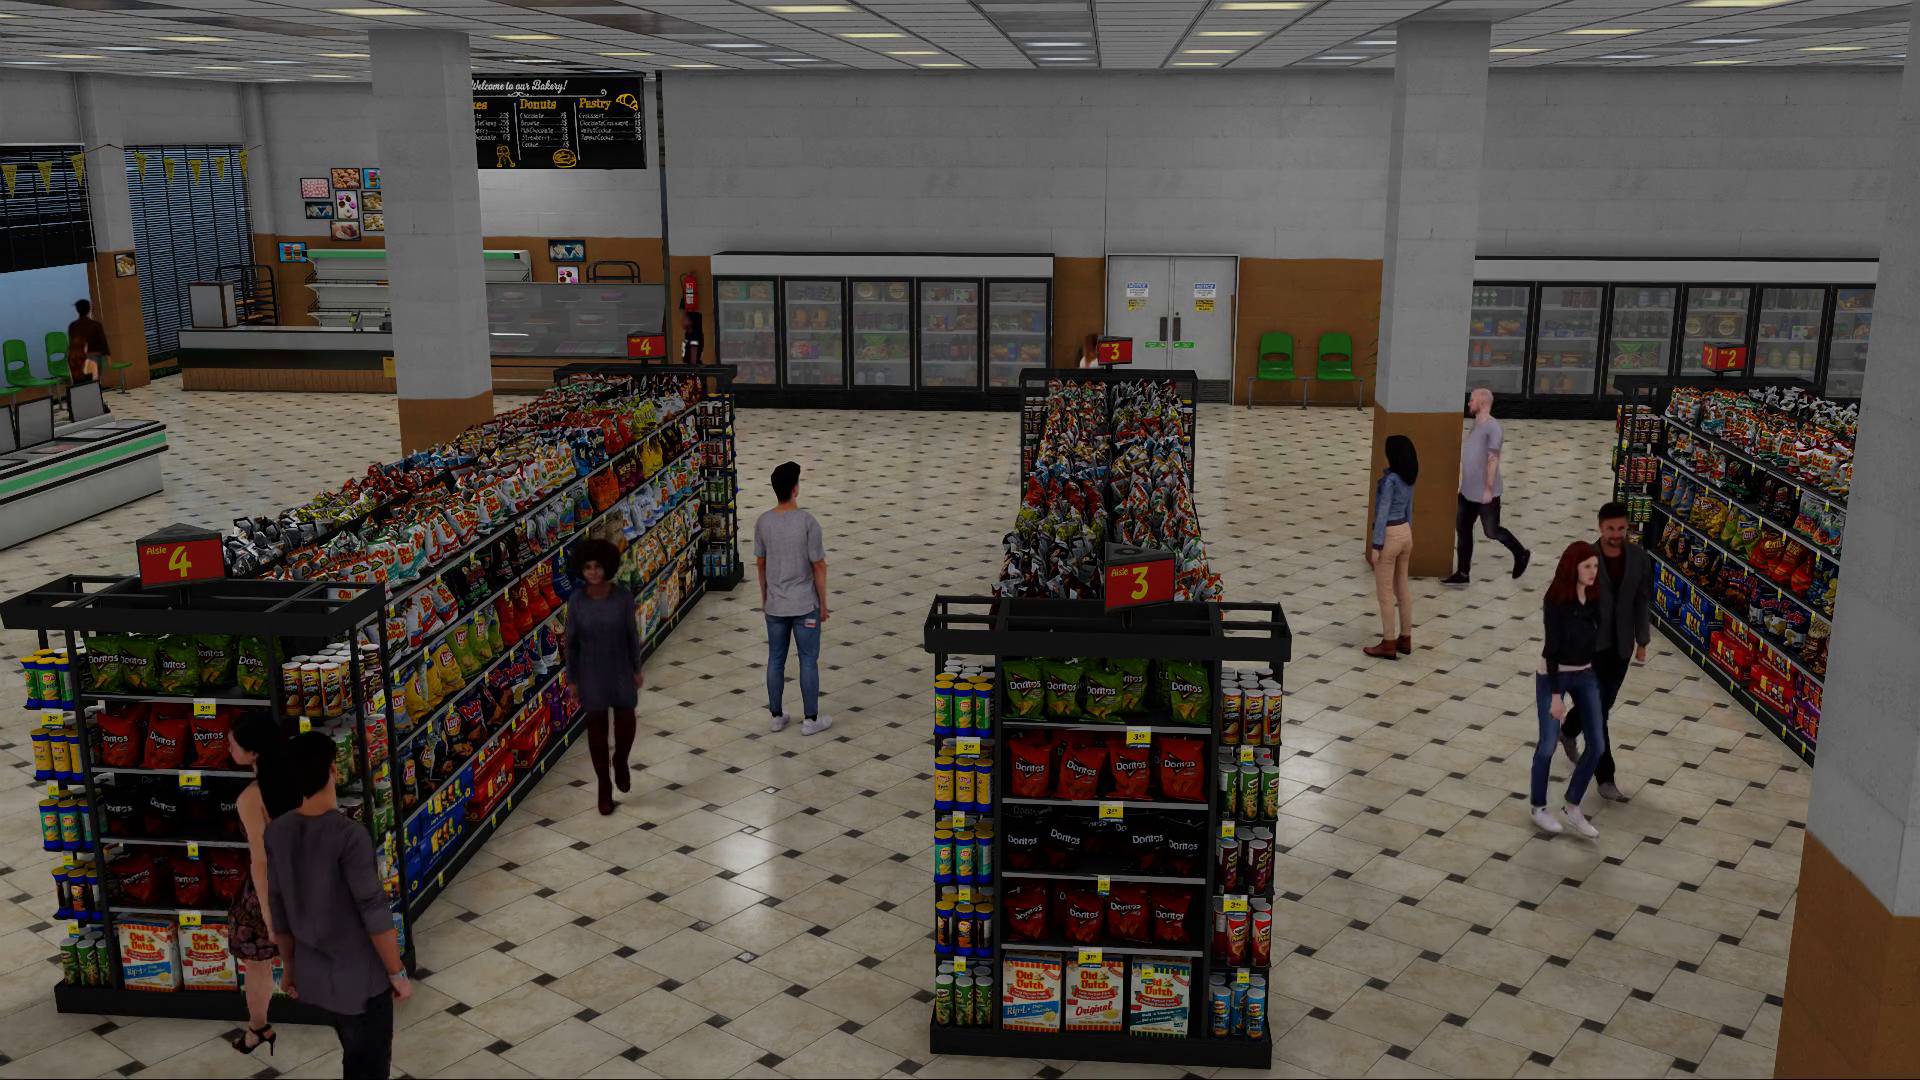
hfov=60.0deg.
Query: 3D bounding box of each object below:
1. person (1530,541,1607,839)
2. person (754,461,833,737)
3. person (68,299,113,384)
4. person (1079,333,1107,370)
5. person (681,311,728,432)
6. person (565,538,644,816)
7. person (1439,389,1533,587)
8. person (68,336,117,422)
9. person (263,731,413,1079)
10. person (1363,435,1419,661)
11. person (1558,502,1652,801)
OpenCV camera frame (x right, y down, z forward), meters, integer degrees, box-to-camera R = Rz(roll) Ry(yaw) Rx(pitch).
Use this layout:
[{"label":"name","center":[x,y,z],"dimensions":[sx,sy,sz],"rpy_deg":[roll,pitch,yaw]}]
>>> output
[{"label":"person","center":[3.480,0.857,9.753],"dimensions":[0.688,1.771,0.768],"rpy_deg":[-4,14,-16]},{"label":"person","center":[-1.155,0.397,11.396],"dimensions":[0.725,1.890,0.653],"rpy_deg":[5,14,18]},{"label":"person","center":[-12.420,-2.516,23.695],"dimensions":[0.760,1.755,0.902],"rpy_deg":[-2,14,-7]},{"label":"person","center":[1.572,-1.641,20.189],"dimensions":[0.989,1.706,0.939],"rpy_deg":[-11,17,-37]},{"label":"person","center":[-3.544,-2.232,22.668],"dimensions":[1.076,1.686,1.218],"rpy_deg":[-6,15,-24]},{"label":"person","center":[-2.155,0.812,10.095],"dimensions":[0.692,1.698,0.743],"rpy_deg":[-3,14,-11]},{"label":"person","center":[4.810,-0.449,15.058],"dimensions":[0.959,1.808,1.129],"rpy_deg":[-3,14,-14]},{"label":"person","center":[-10.911,-1.701,20.649],"dimensions":[0.570,1.606,0.842],"rpy_deg":[1,14,3]},{"label":"person","center":[-2.413,1.675,6.297],"dimensions":[1.013,1.811,1.148],"rpy_deg":[10,17,34]},{"label":"person","center":[3.417,0.047,13.097],"dimensions":[0.698,1.769,0.764],"rpy_deg":[-12,18,-41]},{"label":"person","center":[4.009,0.651,10.473],"dimensions":[0.855,1.831,1.238],"rpy_deg":[-2,14,-6]}]
